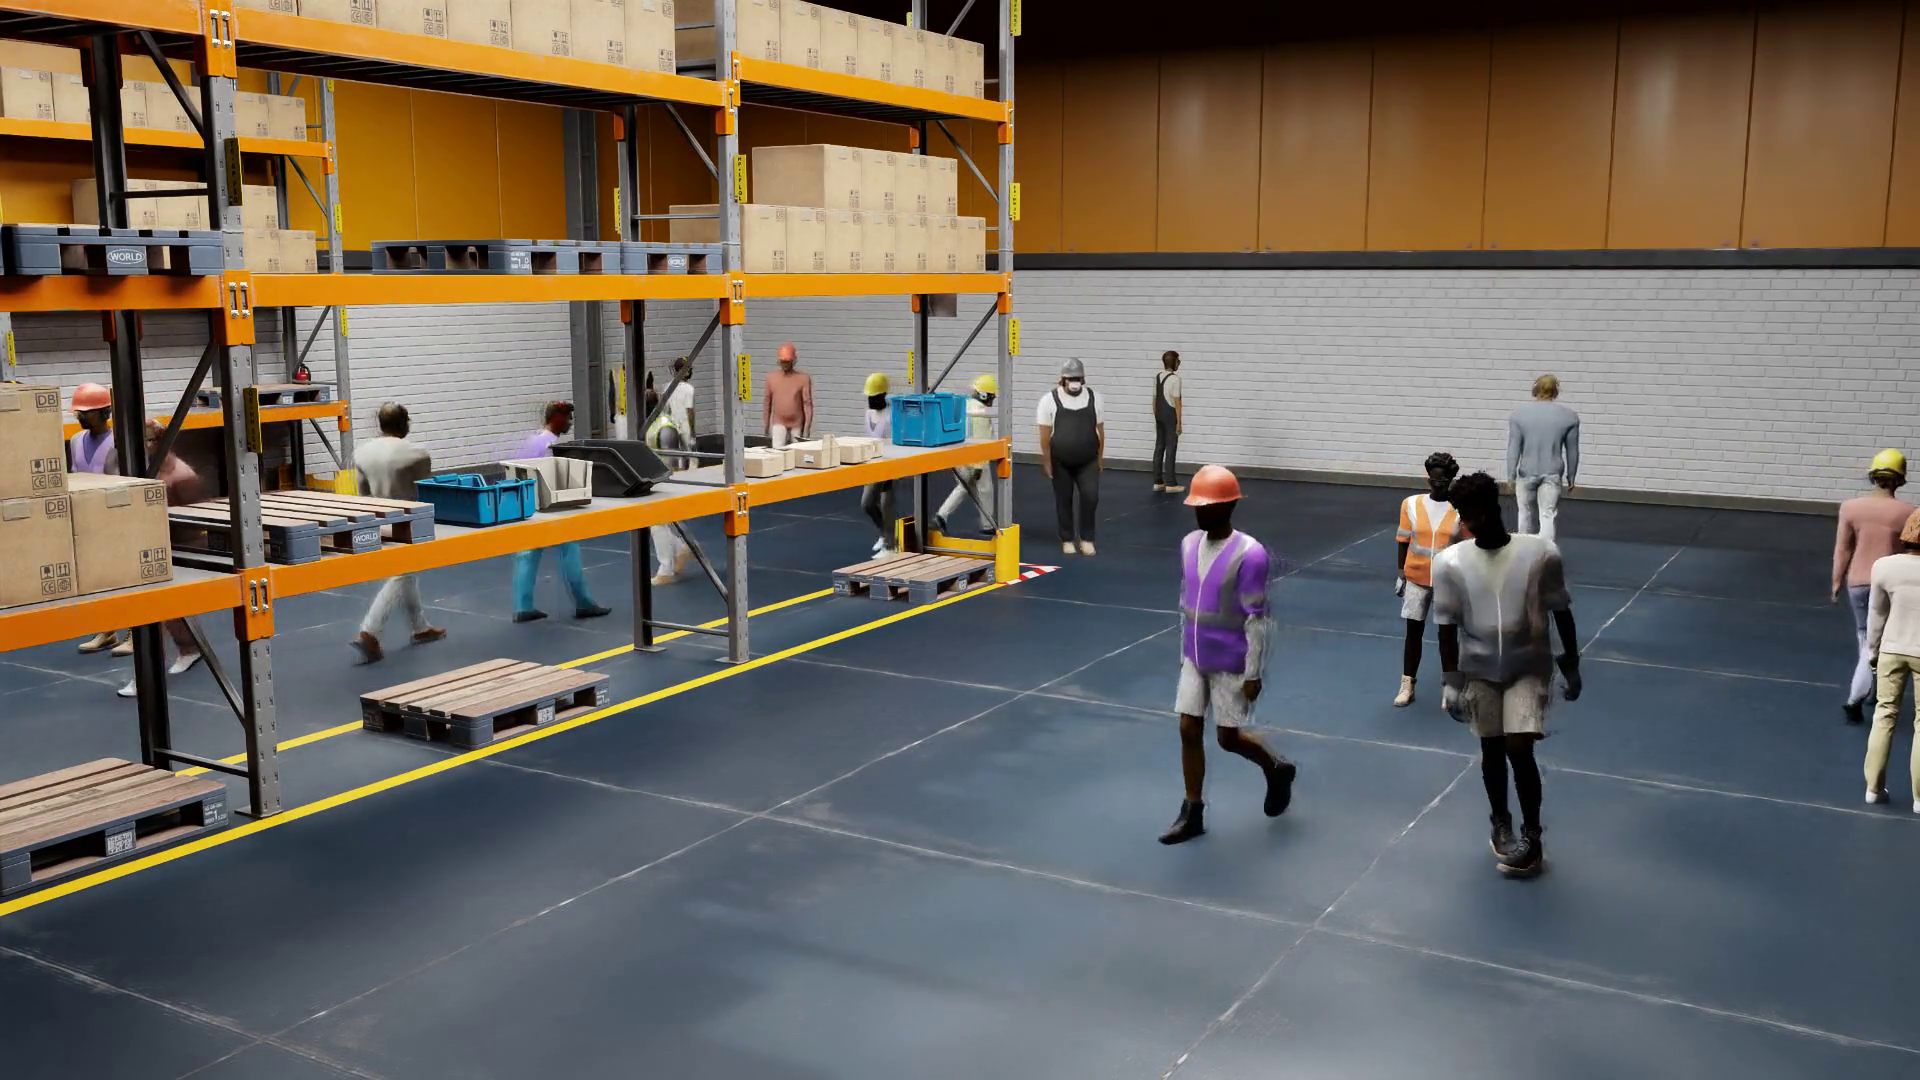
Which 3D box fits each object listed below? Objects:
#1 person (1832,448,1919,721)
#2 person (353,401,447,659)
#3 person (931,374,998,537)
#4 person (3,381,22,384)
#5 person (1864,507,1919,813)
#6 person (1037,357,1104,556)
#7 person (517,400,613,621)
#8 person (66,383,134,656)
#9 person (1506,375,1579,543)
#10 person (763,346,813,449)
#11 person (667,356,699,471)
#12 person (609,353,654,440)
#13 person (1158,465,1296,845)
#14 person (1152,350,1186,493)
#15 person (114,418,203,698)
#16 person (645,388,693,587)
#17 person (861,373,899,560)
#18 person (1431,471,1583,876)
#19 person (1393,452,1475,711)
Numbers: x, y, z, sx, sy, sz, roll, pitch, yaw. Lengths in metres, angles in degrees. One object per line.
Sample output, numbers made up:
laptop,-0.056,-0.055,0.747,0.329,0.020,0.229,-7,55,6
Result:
person,5.874,0.276,10.665,0.888,1.729,0.530,-8,12,-41
person,-4.240,-0.085,12.415,0.627,1.908,0.982,4,10,25
person,0.097,-0.882,17.761,0.835,1.786,0.639,-3,10,-19
person,-8.717,-0.538,15.338,0.513,1.864,0.337,6,11,33
person,5.053,0.627,8.807,0.282,1.625,0.492,-7,11,-37
person,1.130,-0.845,16.696,0.693,2.000,0.683,-1,9,-6
person,-3.287,-0.240,13.645,0.860,1.795,0.603,-6,11,-33
person,-6.350,-0.146,12.333,0.615,2.038,0.395,3,10,19
person,5.498,-0.613,15.729,0.651,1.883,1.014,3,9,16
person,-2.167,-1.463,20.882,0.639,1.929,1.026,0,9,1
person,-3.389,-1.287,20.065,0.517,1.852,0.734,9,13,44
person,-4.593,-1.803,23.315,0.631,1.831,0.564,0,9,-1
person,1.354,0.563,8.333,0.721,1.919,0.548,-7,11,-36
person,2.707,-1.539,21.637,0.346,1.845,0.505,-6,11,-32
person,-5.566,0.080,11.487,0.646,1.866,0.953,3,10,21
person,-2.731,-0.489,15.208,0.538,1.806,0.654,-6,11,-33
person,-0.756,-0.710,16.336,0.613,1.881,0.571,9,13,44
person,2.575,0.632,7.895,0.696,1.912,0.647,4,10,25
person,3.095,0.266,10.833,0.532,1.697,0.319,4,10,25
